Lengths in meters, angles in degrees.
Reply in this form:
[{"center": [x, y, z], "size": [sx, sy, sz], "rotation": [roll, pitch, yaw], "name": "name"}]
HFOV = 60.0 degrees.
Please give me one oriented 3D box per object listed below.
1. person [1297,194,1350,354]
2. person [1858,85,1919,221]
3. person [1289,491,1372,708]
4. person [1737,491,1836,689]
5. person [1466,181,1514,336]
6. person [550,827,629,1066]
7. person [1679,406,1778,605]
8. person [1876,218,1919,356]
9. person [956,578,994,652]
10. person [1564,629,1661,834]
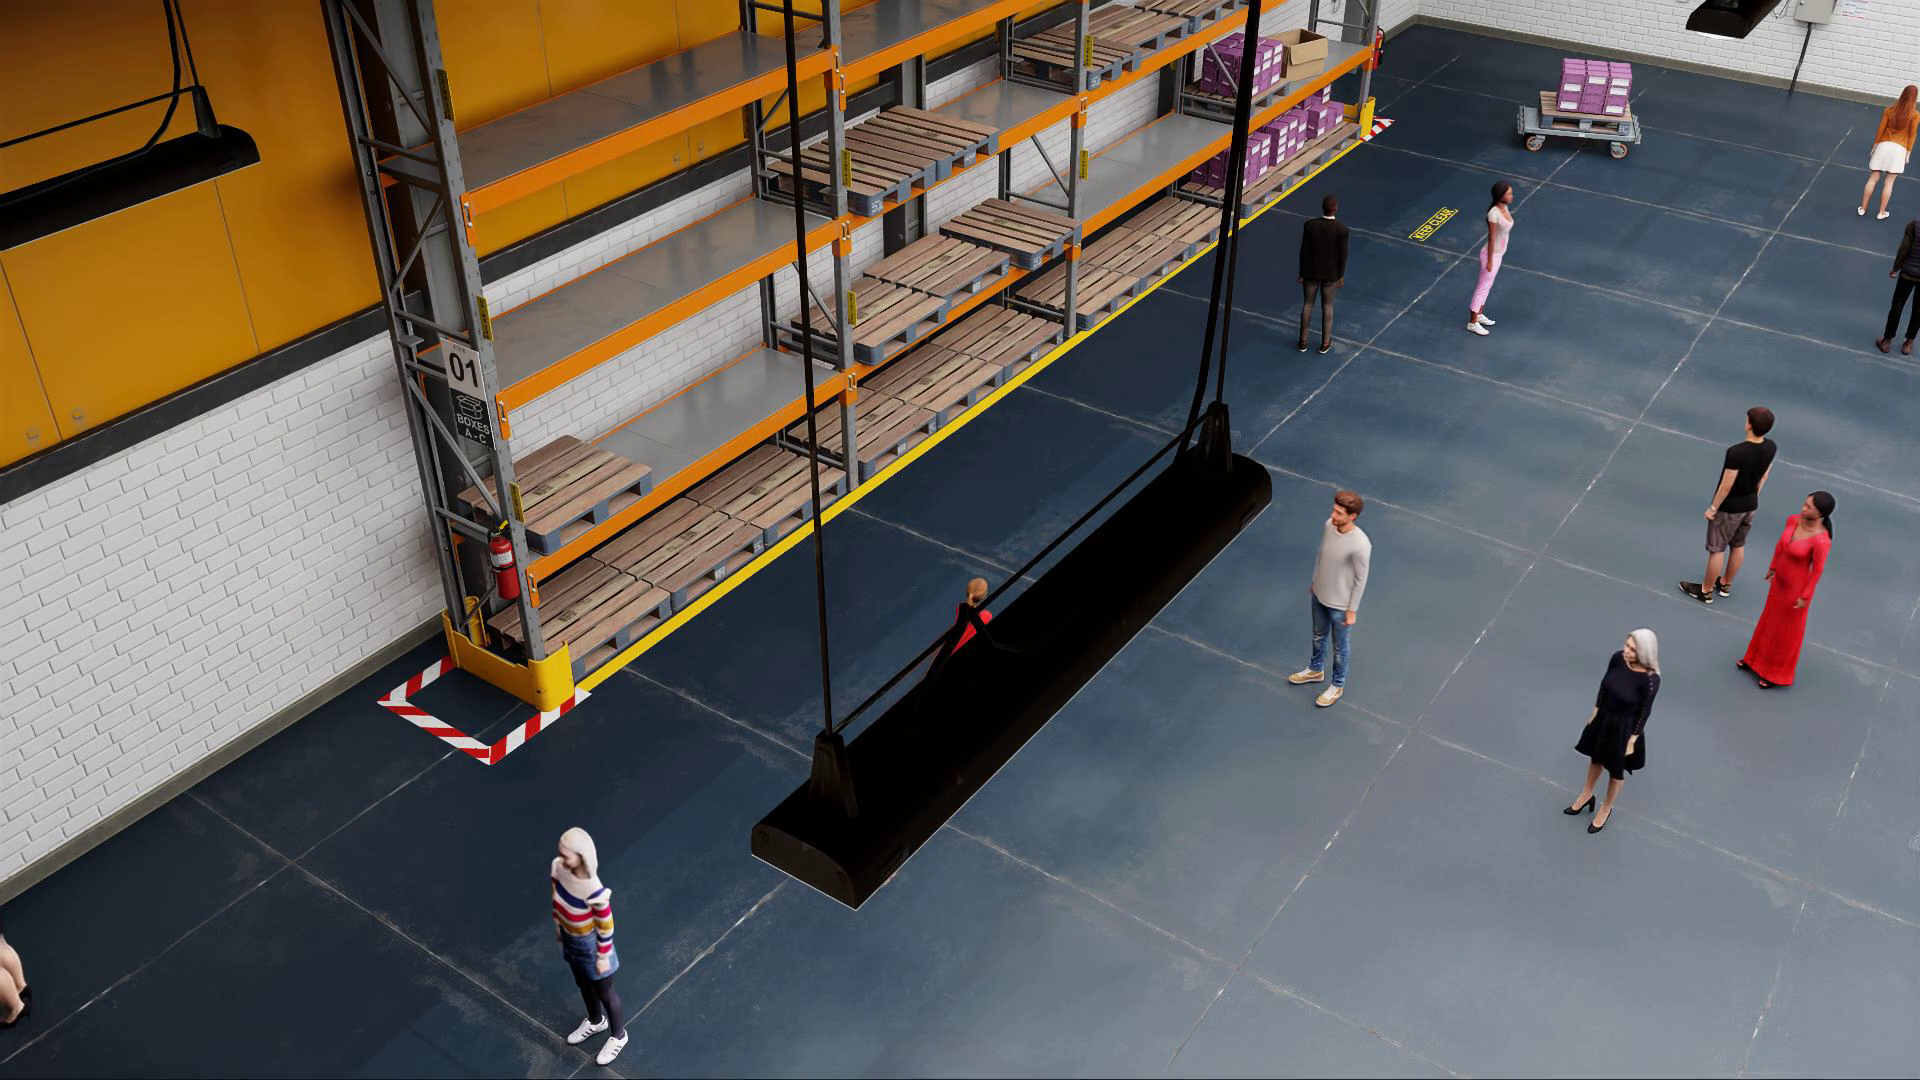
[{"center": [3.934, -2.897, 18.097], "size": [0.716, 1.799, 0.664], "rotation": [10, 35, 15], "name": "person"}, {"center": [11.914, -4.968, 21.282], "size": [0.610, 1.723, 0.564], "rotation": [23, 40, 31], "name": "person"}, {"center": [2.939, 0.434, 12.993], "size": [0.730, 1.902, 0.746], "rotation": [-17, 37, -24], "name": "person"}, {"center": [6.595, 0.385, 13.173], "size": [0.794, 1.784, 0.741], "rotation": [-8, 34, -11], "name": "person"}, {"center": [5.926, -3.166, 18.554], "size": [0.643, 1.741, 0.476], "rotation": [17, 37, 24], "name": "person"}, {"center": [-2.252, 2.432, 10.071], "size": [0.665, 1.809, 0.534], "rotation": [24, 41, 32], "name": "person"}, {"center": [6.594, -0.299, 14.132], "size": [0.733, 1.862, 0.837], "rotation": [-12, 35, -17], "name": "person"}, {"center": [10.420, -2.905, 18.075], "size": [0.751, 1.836, 0.673], "rotation": [11, 35, 16], "name": "person"}, {"center": [0.059, 0.895, 12.860], "size": [0.622, 1.280, 0.950], "rotation": [13, 36, 19], "name": "person"}, {"center": [4.638, 1.341, 11.768], "size": [0.719, 1.747, 0.697], "rotation": [-14, 36, -21], "name": "person"}]
